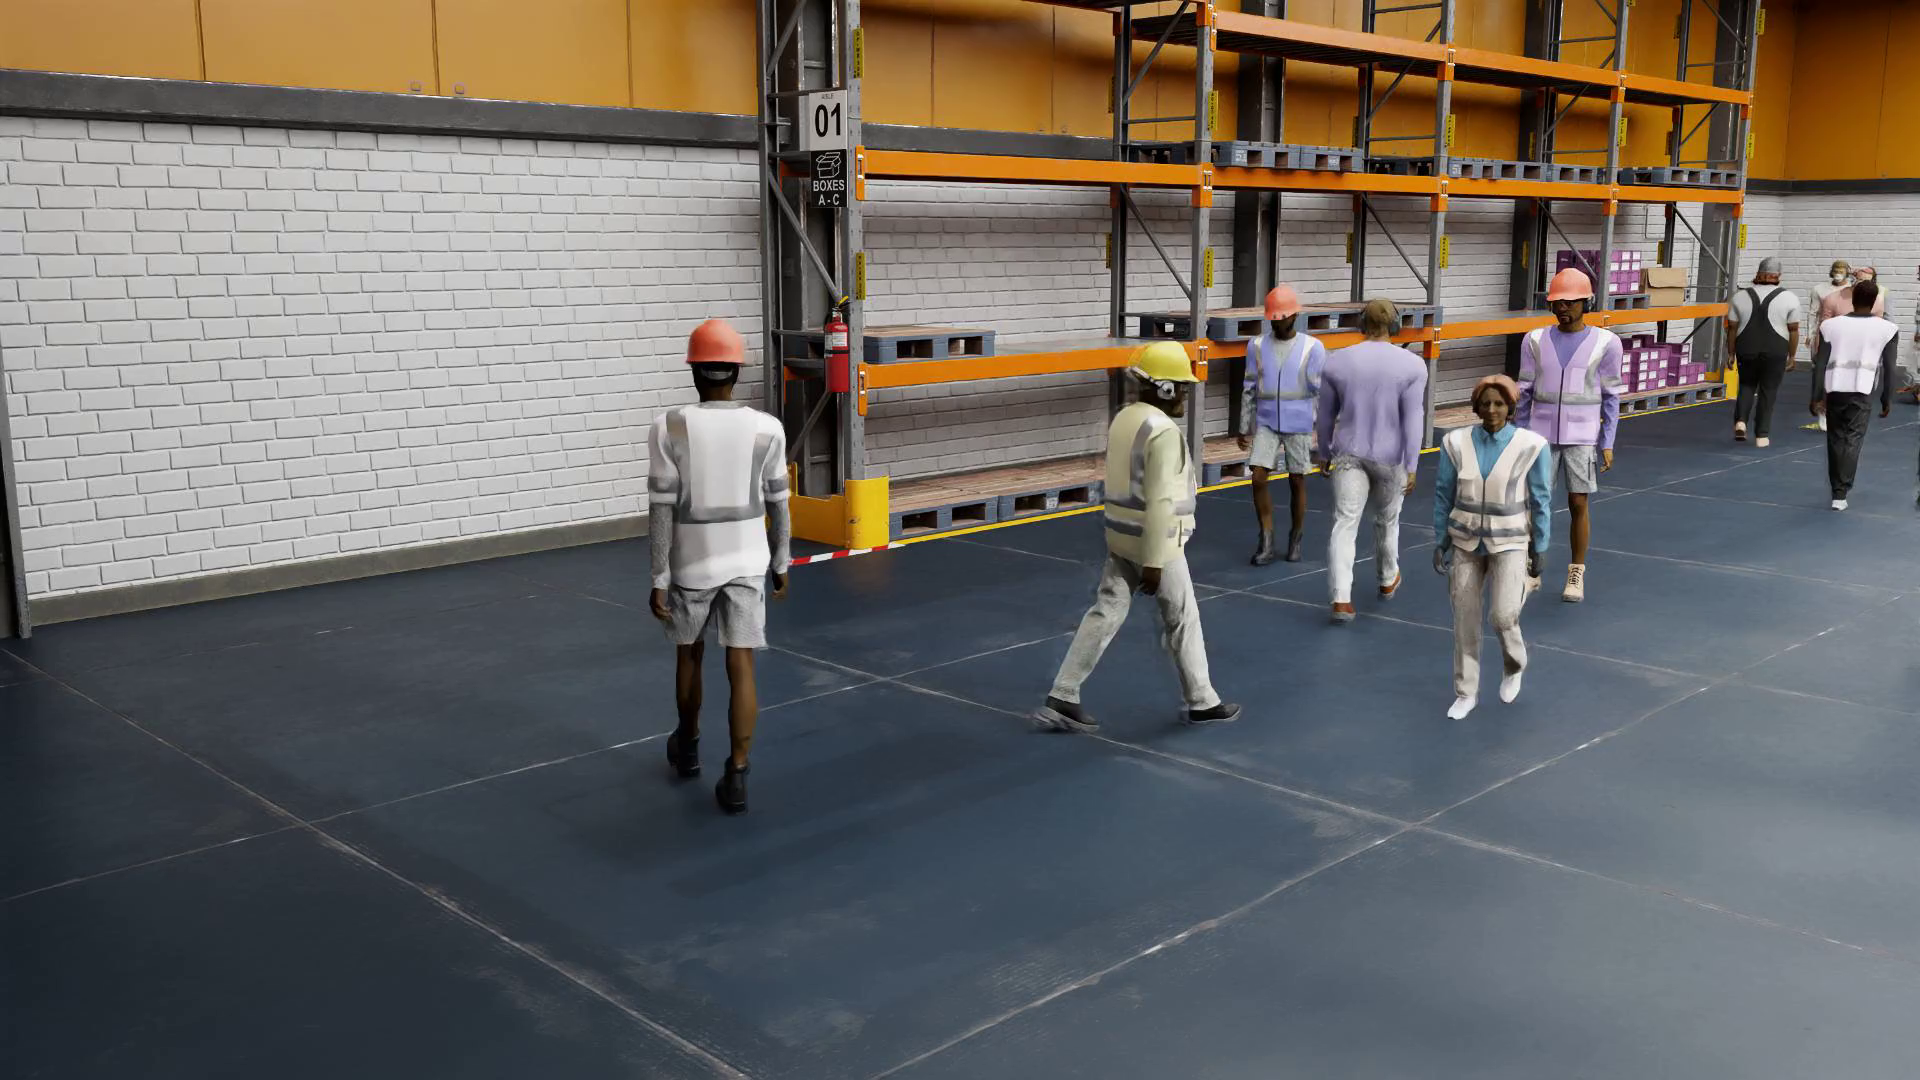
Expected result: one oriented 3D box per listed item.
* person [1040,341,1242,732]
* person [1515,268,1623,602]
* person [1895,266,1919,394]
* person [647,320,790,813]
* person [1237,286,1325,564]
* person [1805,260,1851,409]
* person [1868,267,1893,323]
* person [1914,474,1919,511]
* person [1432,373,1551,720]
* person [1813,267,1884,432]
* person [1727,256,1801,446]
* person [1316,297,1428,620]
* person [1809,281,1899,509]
[{"bbox_3d":[0.807,-0.003,7.486,0.963,1.788,0.604,-4,11,-21],"label":"person"},{"bbox_3d":[3.696,-0.634,10.193,0.613,2.041,0.393,7,12,33],"label":"person"},{"bbox_3d":[13.477,-2.950,23.321,0.616,1.860,0.580,2,11,13],"label":"person"},{"bbox_3d":[-0.979,0.077,6.691,0.580,1.901,0.880,-3,11,-16],"label":"person"},{"bbox_3d":[2.186,-0.760,11.299,0.673,1.894,0.738,5,11,24],"label":"person"},{"bbox_3d":[11.111,-2.589,21.162,0.652,1.928,0.434,7,13,34],"label":"person"},{"bbox_3d":[12.475,-2.864,23.024,0.735,1.791,0.838,8,13,38],"label":"person"},{"bbox_3d":[5.286,-0.274,8.775,0.449,1.848,0.524,-9,14,-40],"label":"person"},{"bbox_3d":[2.454,0.040,7.678,0.508,1.627,0.401,7,13,35],"label":"person"},{"bbox_3d":[9.928,-2.097,18.595,0.681,1.888,0.428,2,11,13],"label":"person"},{"bbox_3d":[8.576,-2.016,17.738,0.695,2.000,0.539,8,13,39],"label":"person"},{"bbox_3d":[2.432,-0.492,9.883,0.652,1.875,1.108,4,11,22],"label":"person"},{"bbox_3d":[7.441,-1.212,13.848,0.600,1.856,1.011,7,12,33],"label":"person"}]
